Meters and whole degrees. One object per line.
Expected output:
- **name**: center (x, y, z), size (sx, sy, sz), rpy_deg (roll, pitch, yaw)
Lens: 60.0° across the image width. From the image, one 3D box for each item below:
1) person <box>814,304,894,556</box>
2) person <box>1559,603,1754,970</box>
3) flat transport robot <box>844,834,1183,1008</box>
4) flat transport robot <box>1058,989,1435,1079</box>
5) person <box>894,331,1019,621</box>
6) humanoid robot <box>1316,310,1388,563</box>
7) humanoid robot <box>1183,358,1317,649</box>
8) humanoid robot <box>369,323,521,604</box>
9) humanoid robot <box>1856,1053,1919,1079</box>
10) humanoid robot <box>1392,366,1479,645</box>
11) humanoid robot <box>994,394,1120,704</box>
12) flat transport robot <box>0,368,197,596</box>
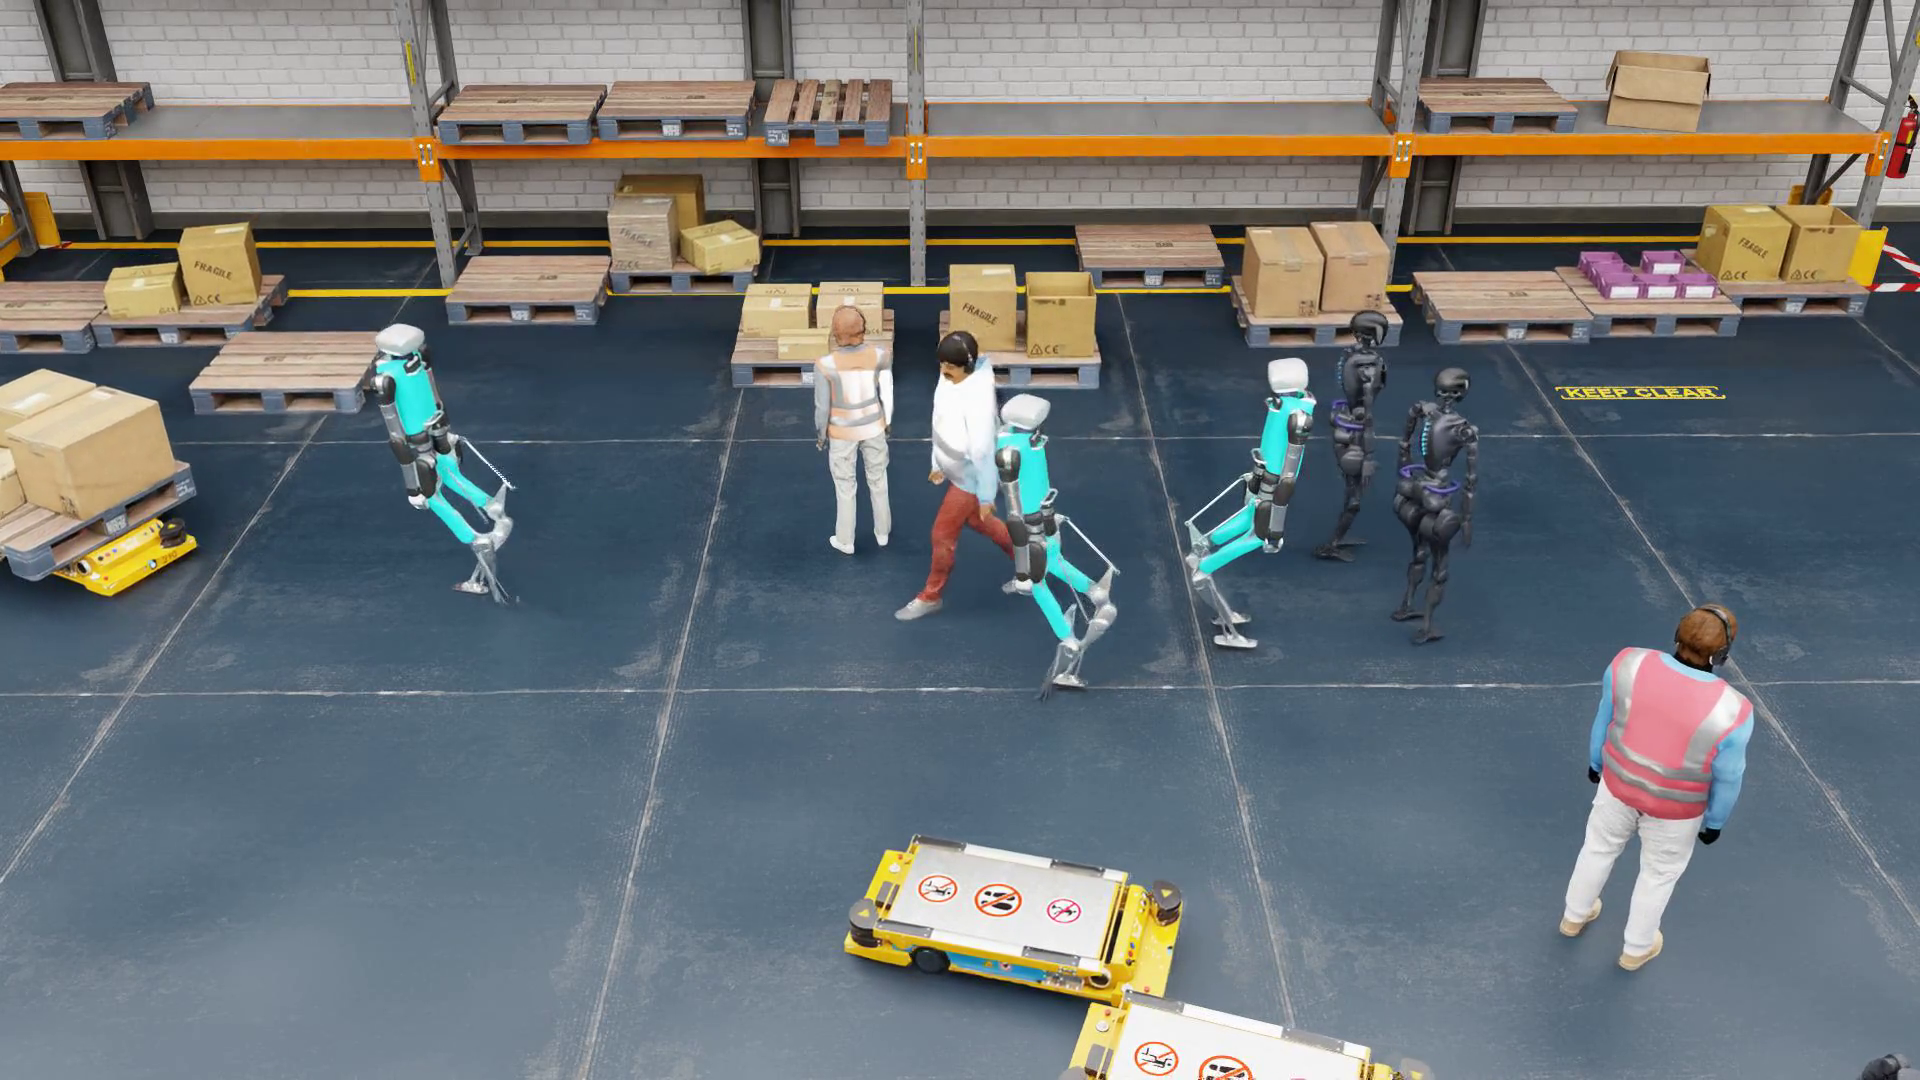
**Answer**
- **person**: center (-0.639, -0.661, 10.180), size (0.512, 1.638, 0.311), rpy_deg (-12, 33, -19)
- **person**: center (2.988, 1.063, 7.127), size (0.634, 1.831, 0.430), rpy_deg (26, 40, 36)
- **flat transport robot**: center (0.254, 1.724, 7.541), size (1.431, 0.231, 0.659), rpy_deg (8, 32, 13)
- **flat transport robot**: center (1.142, 2.243, 6.677), size (1.431, 0.231, 0.659), rpy_deg (10, 32, 16)
- **person**: center (0.088, -0.389, 9.535), size (0.933, 1.838, 0.536), rpy_deg (-9, 32, -15)
- **humanoid robot**: center (2.433, -0.624, 10.081), size (0.416, 1.652, 0.603), rpy_deg (2, 31, 3)
- **humanoid robot**: center (1.528, -0.191, 9.214), size (0.741, 1.704, 0.530), rpy_deg (-1, 31, -2)
- **humanoid robot**: center (-2.900, -0.335, 9.664), size (0.725, 1.906, 0.541), rpy_deg (6, 32, 10)
- **humanoid robot**: center (2.909, 2.205, 5.401), size (0.428, 1.657, 0.607), rpy_deg (-7, 32, -11)
- **humanoid robot**: center (2.654, -0.222, 9.423), size (0.366, 1.644, 0.601), rpy_deg (-18, 35, -27)
- **humanoid robot**: center (0.562, 0.112, 8.842), size (0.779, 1.814, 0.531), rpy_deg (10, 32, 16)
- **flat transport robot**: center (-5.590, -0.039, 10.476), size (1.431, 0.231, 0.659), rpy_deg (15, 34, 23)
